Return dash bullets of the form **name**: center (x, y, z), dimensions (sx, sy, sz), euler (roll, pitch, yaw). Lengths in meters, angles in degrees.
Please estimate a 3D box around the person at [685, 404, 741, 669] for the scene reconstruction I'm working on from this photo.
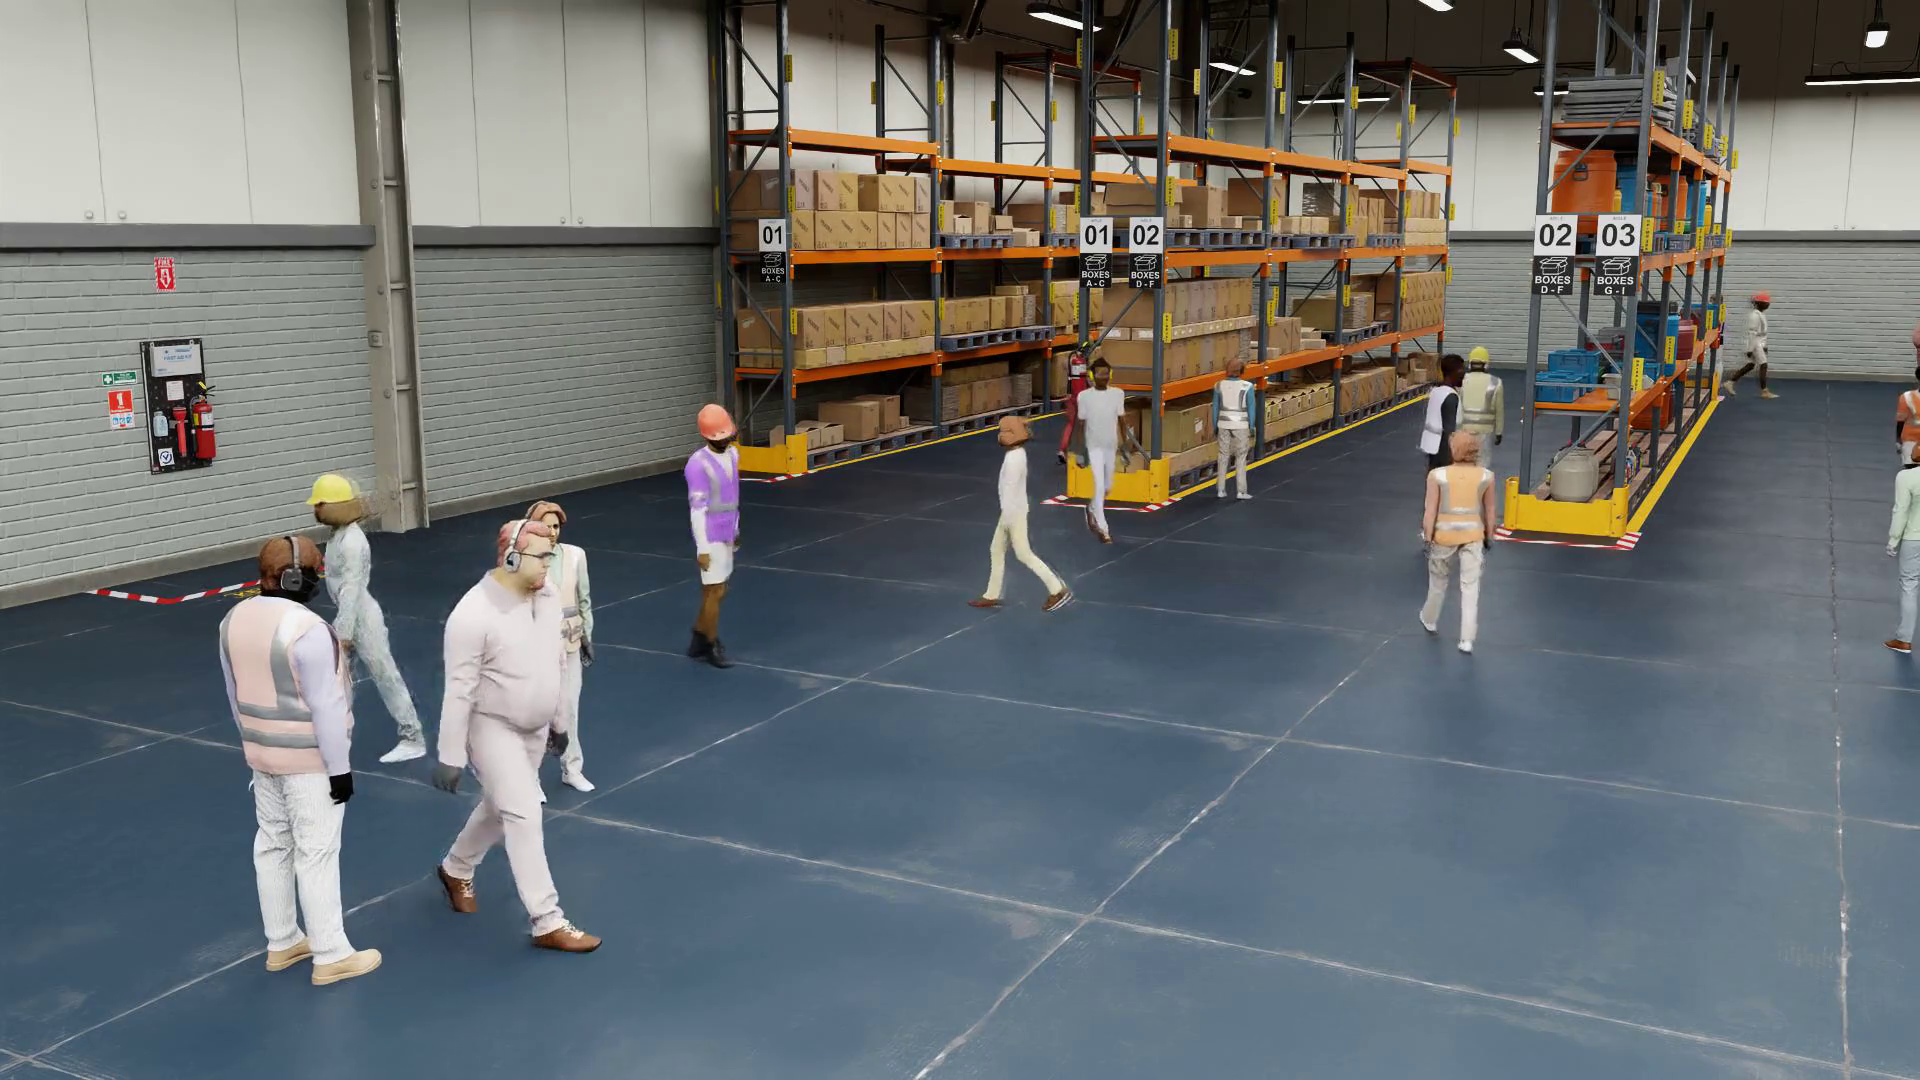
- **person**: center (-1.760, -0.036, 11.723), dimensions (0.606, 1.886, 0.632), euler (4, 11, 22)

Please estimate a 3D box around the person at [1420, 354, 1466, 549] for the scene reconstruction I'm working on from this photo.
- **person**: center (4.669, -0.833, 15.984), dimensions (0.450, 1.907, 0.616), euler (0, 10, 1)

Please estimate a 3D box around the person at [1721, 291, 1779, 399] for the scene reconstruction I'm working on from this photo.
- **person**: center (14.803, -3.645, 31.066), dimensions (0.973, 2.015, 0.614), euler (6, 12, 29)

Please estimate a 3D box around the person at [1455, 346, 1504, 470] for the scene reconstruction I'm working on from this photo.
- **person**: center (5.755, -1.259, 18.580), dimensions (0.599, 1.810, 0.699), euler (5, 11, 25)

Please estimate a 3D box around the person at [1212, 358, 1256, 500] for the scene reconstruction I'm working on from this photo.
- **person**: center (3.152, -1.277, 19.151), dimensions (0.523, 1.636, 0.310), euler (6, 12, 30)

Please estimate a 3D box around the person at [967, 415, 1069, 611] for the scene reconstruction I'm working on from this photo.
- **person**: center (0.490, -0.214, 13.455), dimensions (0.795, 1.605, 0.507), euler (1, 10, 4)

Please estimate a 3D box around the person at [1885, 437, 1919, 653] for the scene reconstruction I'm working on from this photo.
- **person**: center (7.026, 0.014, 12.124), dimensions (0.507, 1.631, 0.268), euler (1, 10, 3)

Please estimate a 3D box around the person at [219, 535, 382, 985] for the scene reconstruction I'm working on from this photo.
- **person**: center (-2.690, 0.891, 6.791), dimensions (0.619, 1.838, 0.430), euler (7, 12, 32)

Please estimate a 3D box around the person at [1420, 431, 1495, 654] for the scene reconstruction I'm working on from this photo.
- **person**: center (3.679, -0.006, 12.331), dimensions (0.551, 1.592, 0.860), euler (1, 10, 4)

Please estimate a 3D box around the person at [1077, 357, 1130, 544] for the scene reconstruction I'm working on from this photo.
- **person**: center (1.407, -0.924, 16.700), dimensions (0.517, 1.839, 0.834), euler (-3, 11, -16)

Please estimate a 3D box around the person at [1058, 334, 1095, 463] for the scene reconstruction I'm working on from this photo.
- **person**: center (1.622, -1.900, 22.281), dimensions (0.521, 1.729, 0.875), euler (6, 12, 31)

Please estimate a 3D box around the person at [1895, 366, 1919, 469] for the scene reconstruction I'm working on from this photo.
- **person**: center (10.382, -1.083, 17.980), dimensions (0.538, 1.675, 0.630), euler (3, 11, 16)

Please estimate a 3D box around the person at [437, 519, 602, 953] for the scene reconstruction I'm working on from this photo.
- **person**: center (-1.996, 0.814, 7.178), dimensions (0.967, 1.858, 0.692), euler (4, 11, 22)

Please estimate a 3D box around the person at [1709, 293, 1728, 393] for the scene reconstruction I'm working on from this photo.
- **person**: center (14.640, -3.818, 32.201), dimensions (0.371, 1.935, 0.627), euler (6, 12, 29)

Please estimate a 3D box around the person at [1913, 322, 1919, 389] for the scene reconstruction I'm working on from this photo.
- **person**: center (17.598, -3.465, 30.347), dimensions (0.406, 1.910, 0.638), euler (3, 11, 16)

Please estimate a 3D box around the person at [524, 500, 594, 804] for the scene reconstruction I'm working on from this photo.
- **person**: center (-2.217, 0.595, 8.957), dimensions (0.511, 1.635, 0.312), euler (-10, 14, -43)

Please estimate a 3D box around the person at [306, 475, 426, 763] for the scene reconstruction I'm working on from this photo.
- **person**: center (-3.514, 0.474, 9.443), dimensions (0.908, 1.690, 0.495), euler (-6, 12, -31)
